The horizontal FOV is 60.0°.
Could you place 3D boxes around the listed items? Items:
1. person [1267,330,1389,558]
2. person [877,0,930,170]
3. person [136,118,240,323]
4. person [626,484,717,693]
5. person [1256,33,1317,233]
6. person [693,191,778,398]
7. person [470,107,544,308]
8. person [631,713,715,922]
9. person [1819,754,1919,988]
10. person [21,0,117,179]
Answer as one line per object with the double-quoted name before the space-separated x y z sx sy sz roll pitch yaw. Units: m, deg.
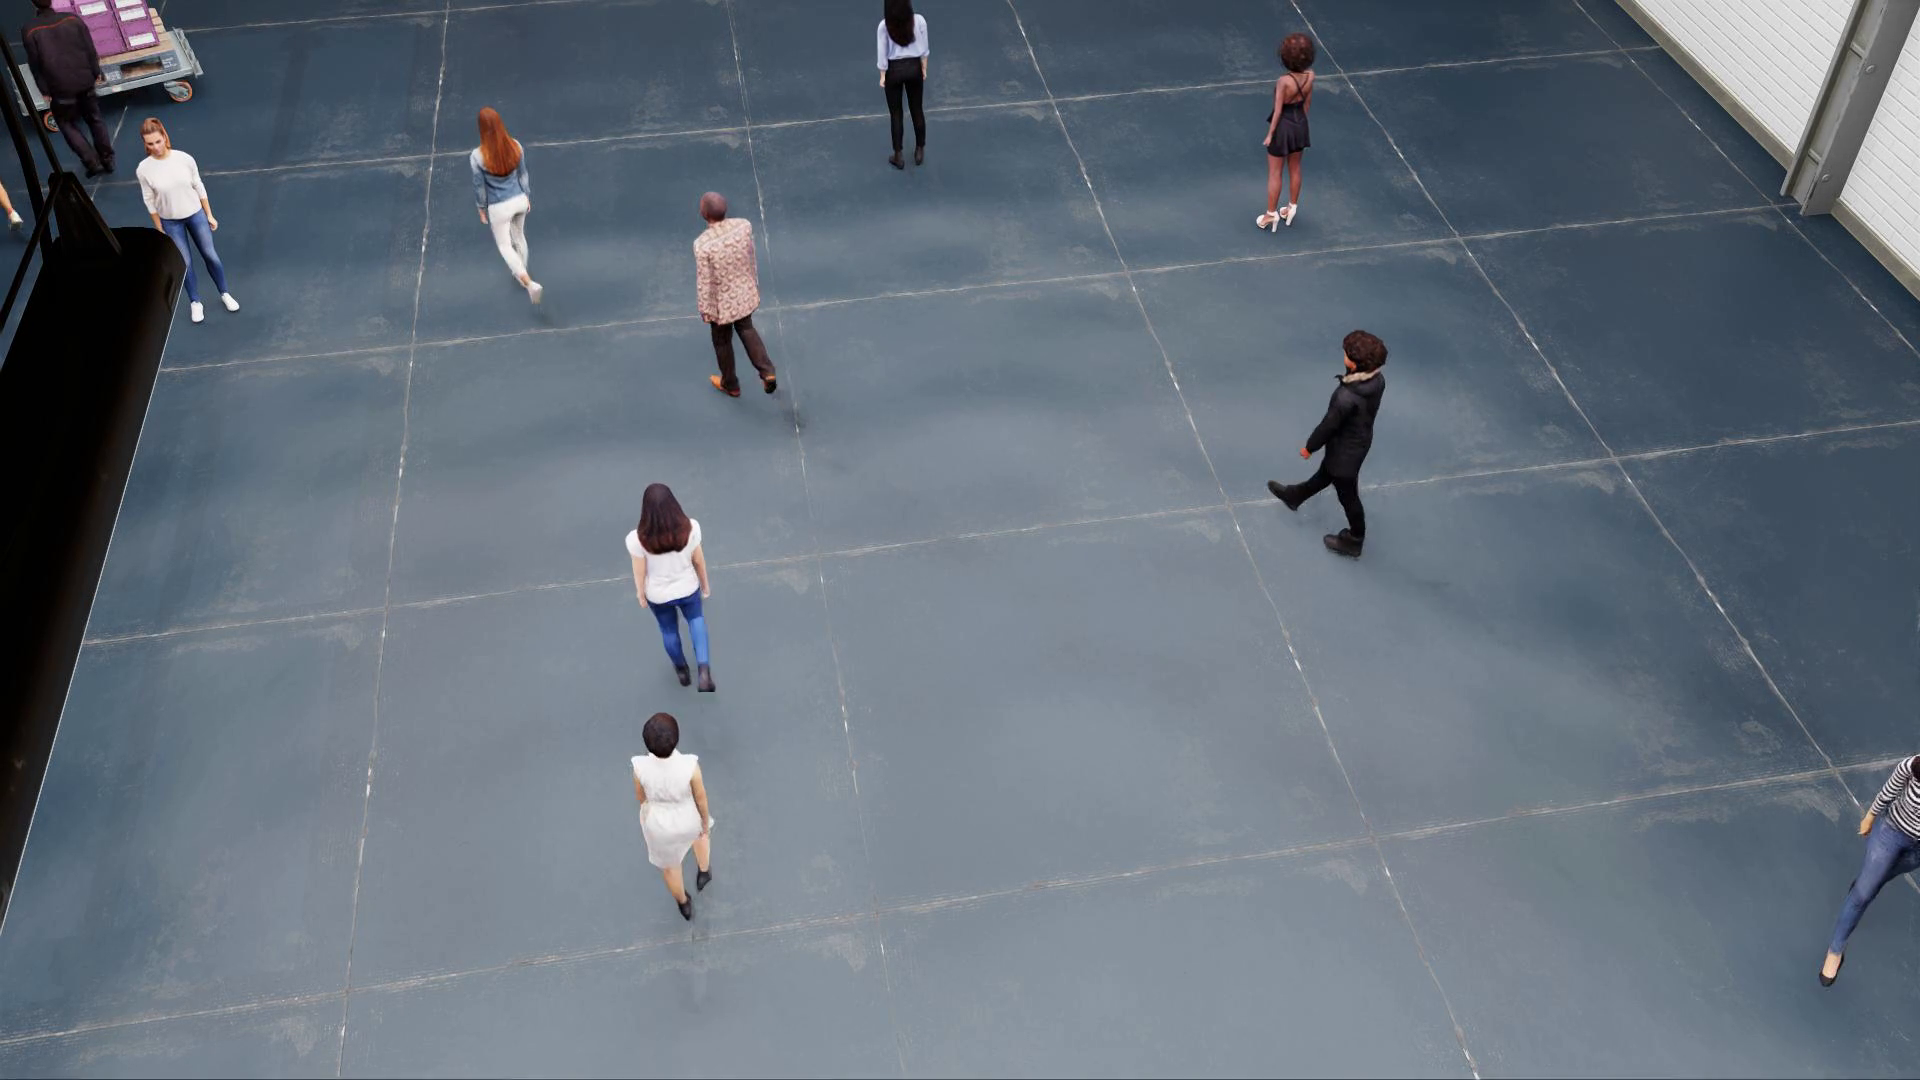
"person" 2.676 -0.586 11.172 1.133 1.737 1.058 27 50 25
"person" -0.507 -4.158 14.915 0.671 1.745 0.583 -12 45 -13
"person" -6.186 -2.551 13.246 0.674 1.719 0.643 -21 48 -21
"person" -1.747 0.381 10.201 0.673 1.674 0.835 -14 45 -14
"person" 2.788 -3.455 14.145 0.643 1.788 0.644 -22 48 -22
"person" -1.661 -1.764 12.368 0.934 1.791 1.026 -32 52 -29
"person" -3.605 -2.646 13.374 0.898 1.682 1.066 -28 50 -26
"person" -1.554 1.575 9.046 0.533 1.540 0.631 -6 44 -6
"person" 5.077 1.564 8.902 0.998 1.753 1.114 20 47 20
"person" -7.828 -4.021 14.714 0.965 1.824 0.918 31 52 29
